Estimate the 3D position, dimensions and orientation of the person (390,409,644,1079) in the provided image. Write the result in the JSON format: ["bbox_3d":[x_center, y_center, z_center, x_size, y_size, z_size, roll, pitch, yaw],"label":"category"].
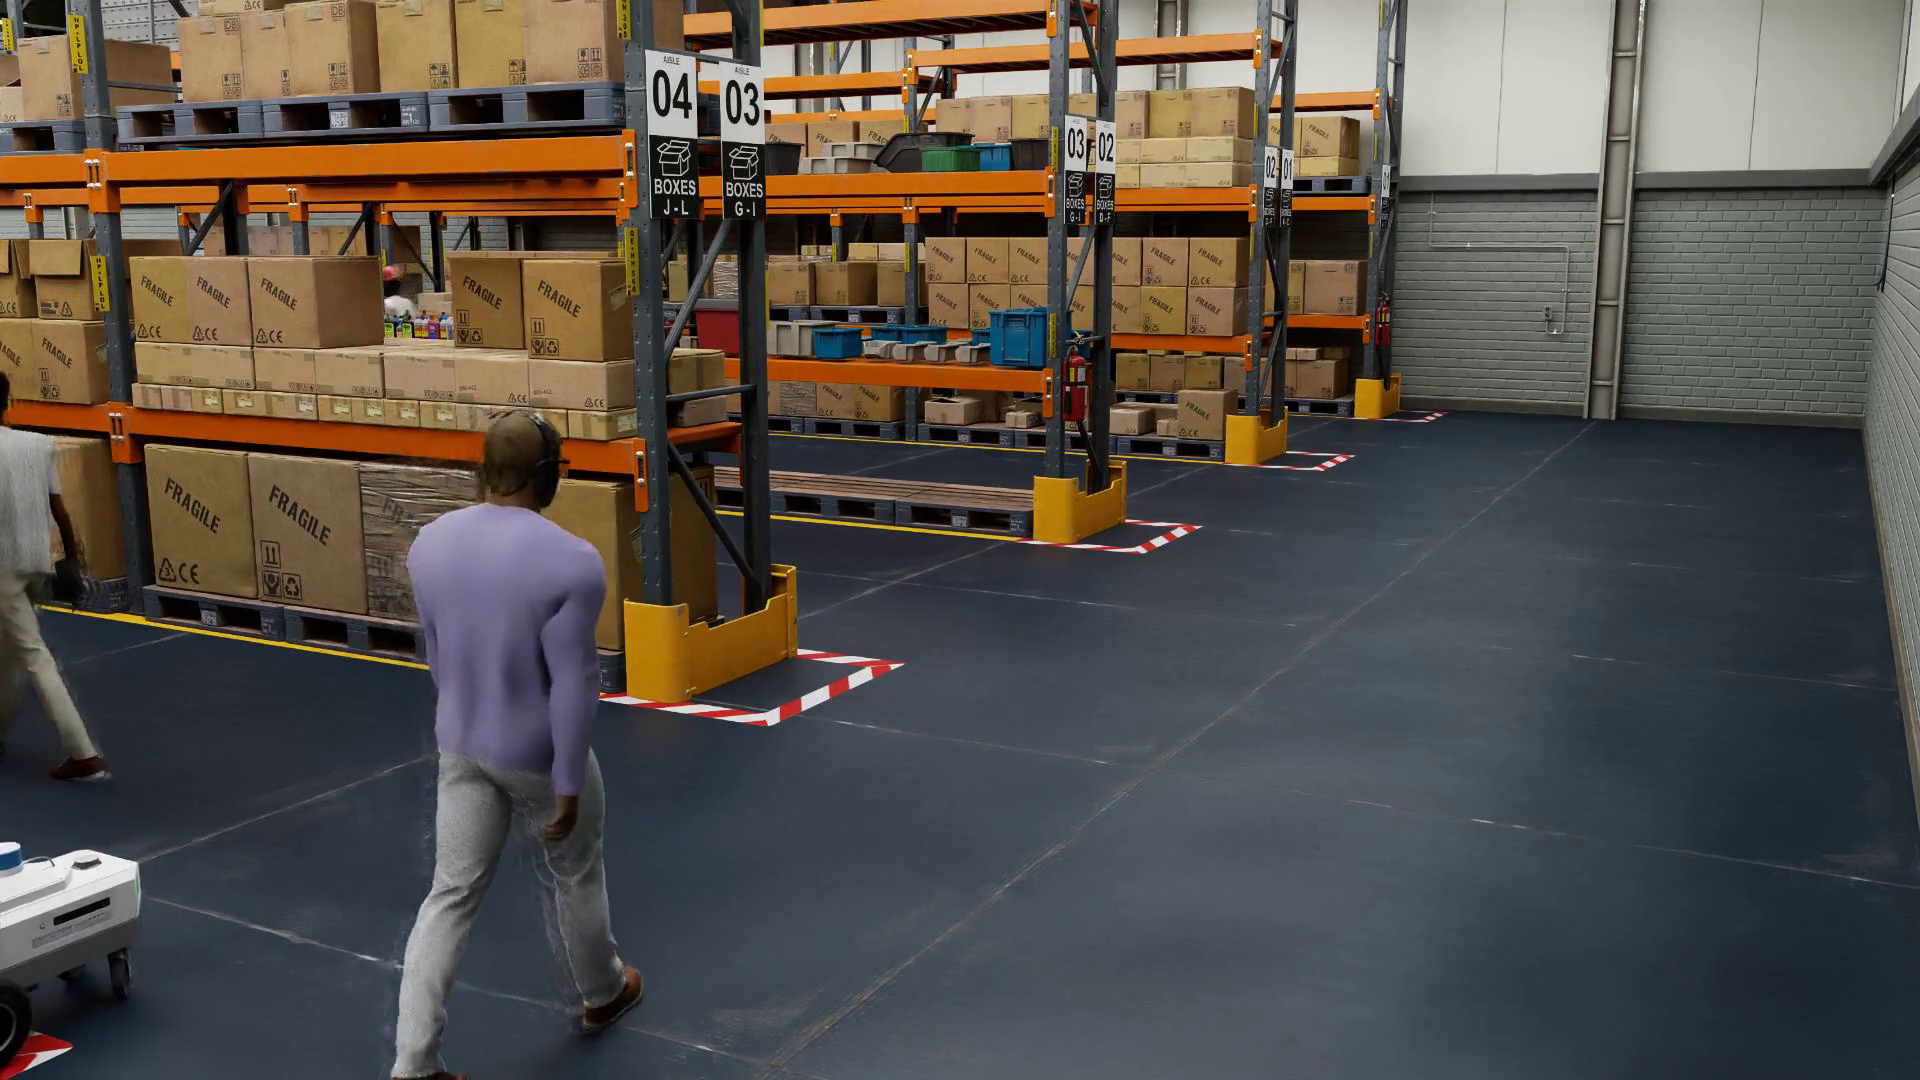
[{"bbox_3d":[-1.257,0.589,4.578,0.637,1.895,1.011,3,11,17],"label":"person"}]

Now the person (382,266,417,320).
[{"bbox_3d":[-6.374,-2.040,18.577,1.009,1.994,0.648,4,11,21],"label":"person"}]

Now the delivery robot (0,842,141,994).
[{"bbox_3d":[-2.816,1.140,4.928,0.477,0.478,0.707,6,12,27],"label":"delivery robot"}]

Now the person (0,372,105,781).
[{"bbox_3d":[-4.148,0.142,7.215,1.001,1.803,0.535,4,11,19],"label":"person"}]
